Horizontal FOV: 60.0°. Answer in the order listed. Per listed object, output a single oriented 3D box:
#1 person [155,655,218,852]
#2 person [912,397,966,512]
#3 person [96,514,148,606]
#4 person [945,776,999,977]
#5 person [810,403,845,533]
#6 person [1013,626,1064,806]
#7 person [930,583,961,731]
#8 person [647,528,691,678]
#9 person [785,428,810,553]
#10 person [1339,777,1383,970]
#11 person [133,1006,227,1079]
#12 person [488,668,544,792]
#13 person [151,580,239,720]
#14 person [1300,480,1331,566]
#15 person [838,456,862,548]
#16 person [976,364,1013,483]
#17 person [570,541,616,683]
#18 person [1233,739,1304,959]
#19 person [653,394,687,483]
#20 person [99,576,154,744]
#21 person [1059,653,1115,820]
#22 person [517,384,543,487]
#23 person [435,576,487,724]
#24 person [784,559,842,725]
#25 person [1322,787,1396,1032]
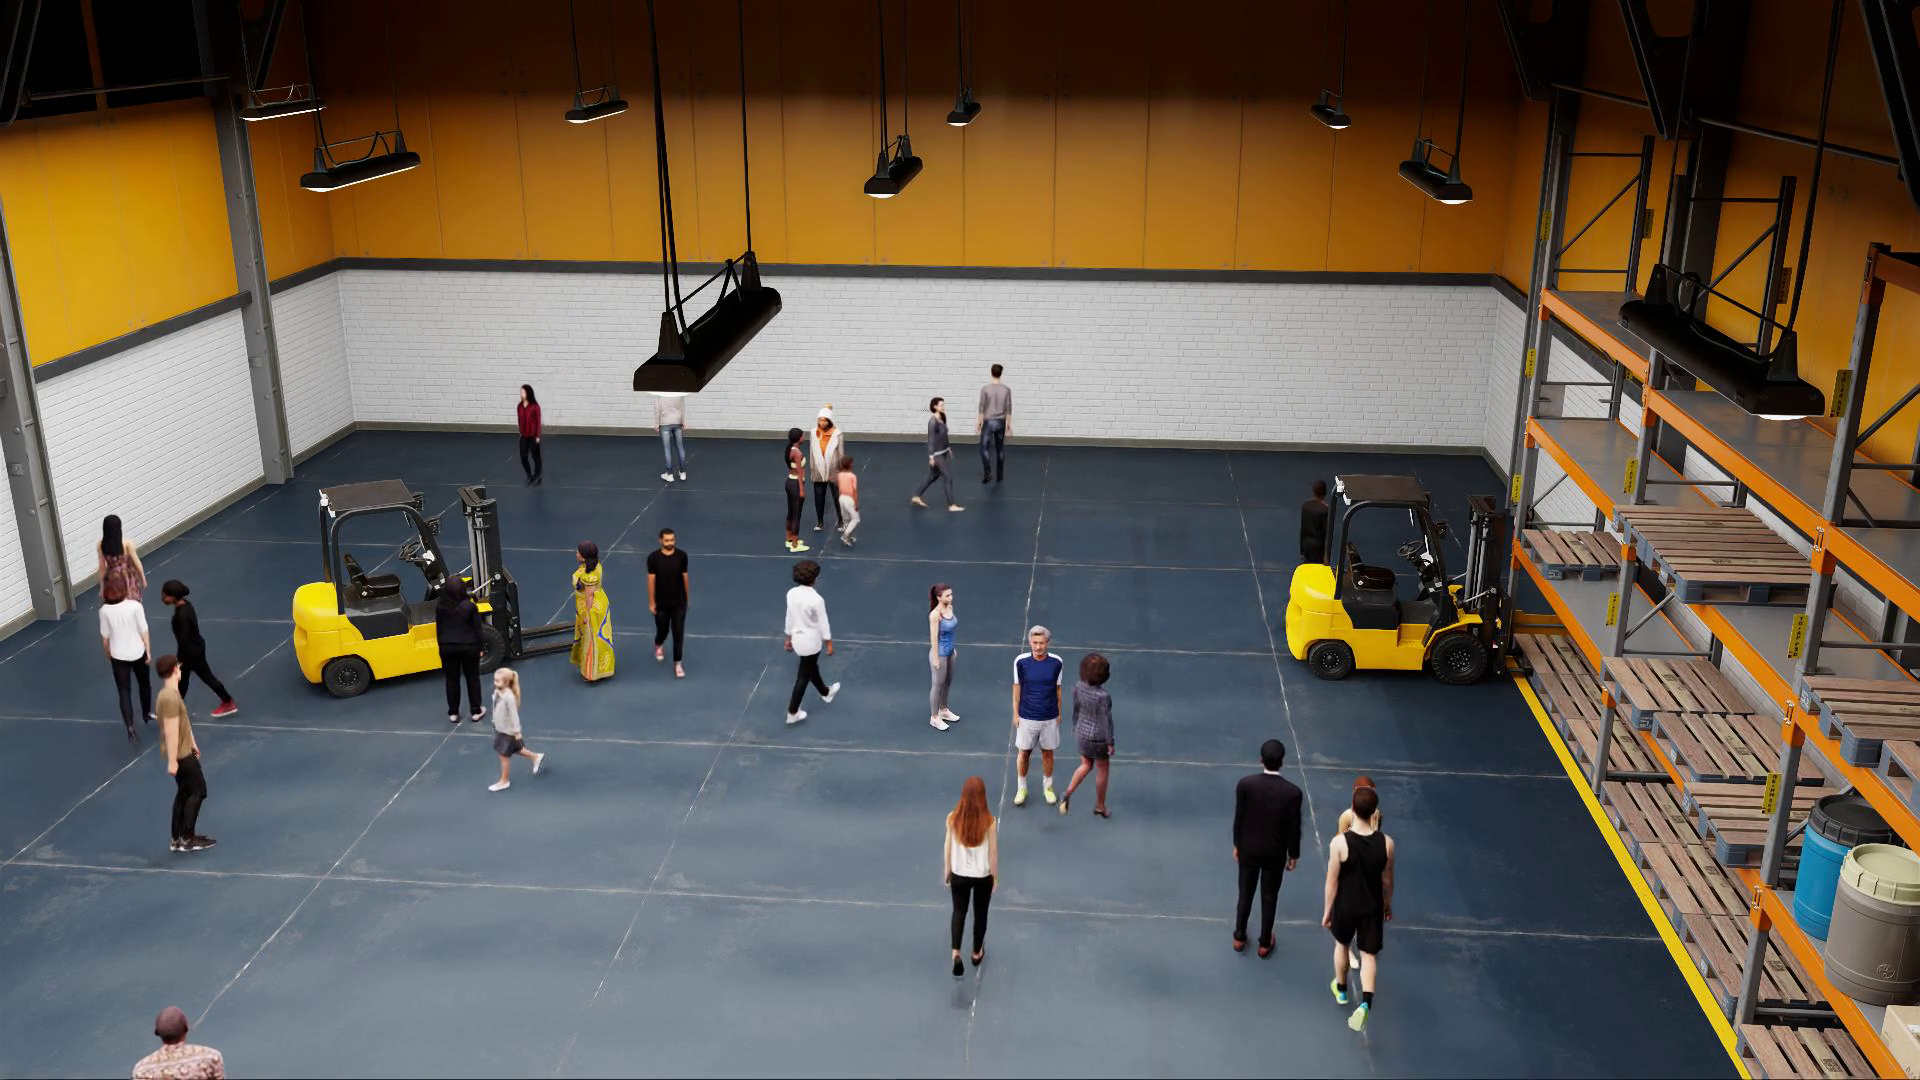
[{"bbox_3d":[-7.155,1.987,15.152,0.920,1.793,0.809,-5,19,-15],"label":"person"},{"bbox_3d":[-0.410,-1.280,24.952,0.792,1.731,1.071,4,19,13],"label":"person"},{"bbox_3d":[-9.783,0.596,19.372,0.780,1.736,1.100,-2,19,-7],"label":"person"},{"bbox_3d":[0.083,2.696,13.181,0.627,1.708,0.888,3,19,10],"label":"person"},{"bbox_3d":[-1.897,-1.051,24.025,0.682,1.889,0.673,3,19,9],"label":"person"},{"bbox_3d":[0.748,1.668,16.029,0.664,1.839,0.600,-1,19,-3],"label":"person"},{"bbox_3d":[-0.179,1.215,17.734,0.701,1.609,0.584,10,21,26],"label":"person"},{"bbox_3d":[-3.352,0.678,19.113,0.864,1.746,1.017,-7,20,-20],"label":"person"},{"bbox_3d":[-2.319,-0.711,23.233,0.707,1.750,0.608,-8,20,-23],"label":"person"},{"bbox_3d":[3.174,2.643,13.455,0.684,1.634,0.762,-5,19,-15],"label":"person"},{"bbox_3d":[-4.675,3.676,10.130,0.754,1.797,0.718,-5,19,-15],"label":"person"},{"bbox_3d":[-4.416,1.836,16.441,0.847,1.258,0.828,-12,22,-32],"label":"person"},{"bbox_3d":[-8.116,1.192,17.780,1.056,1.623,1.118,-8,20,-22],"label":"person"},{"bbox_3d":[4.352,0.141,20.629,1.026,1.797,0.977,-14,23,-36],"label":"person"},{"bbox_3d":[-1.605,-0.535,23.411,0.645,1.301,0.725,13,22,33],"label":"person"},{"bbox_3d":[0.548,-1.832,26.318,0.843,1.906,0.867,-4,19,-12],"label":"person"},{"bbox_3d":[-4.185,0.787,18.926,0.976,1.660,0.797,-2,19,-6],"label":"person"},{"bbox_3d":[2.468,2.500,13.494,0.736,1.880,0.638,5,19,14],"label":"person"},{"bbox_3d":[-4.609,-1.860,26.486,0.762,1.850,0.776,-10,21,-27],"label":"person"},{"bbox_3d":[-8.676,1.272,17.324,0.963,1.762,1.194,-8,20,-23],"label":"person"},{"bbox_3d":[1.186,1.893,15.604,0.967,1.683,0.908,-14,23,-35],"label":"person"},{"bbox_3d":[-6.722,-1.666,26.235,0.665,1.643,0.667,7,20,19],"label":"person"},{"bbox_3d":[-5.371,1.173,17.854,0.686,1.612,0.684,-2,19,-6],"label":"person"},{"bbox_3d":[-1.684,1.120,17.782,1.043,1.758,1.227,14,23,35],"label":"person"},{"bbox_3d":[3.023,2.821,12.572,0.704,1.860,1.088,1,19,3],"label":"person"}]
